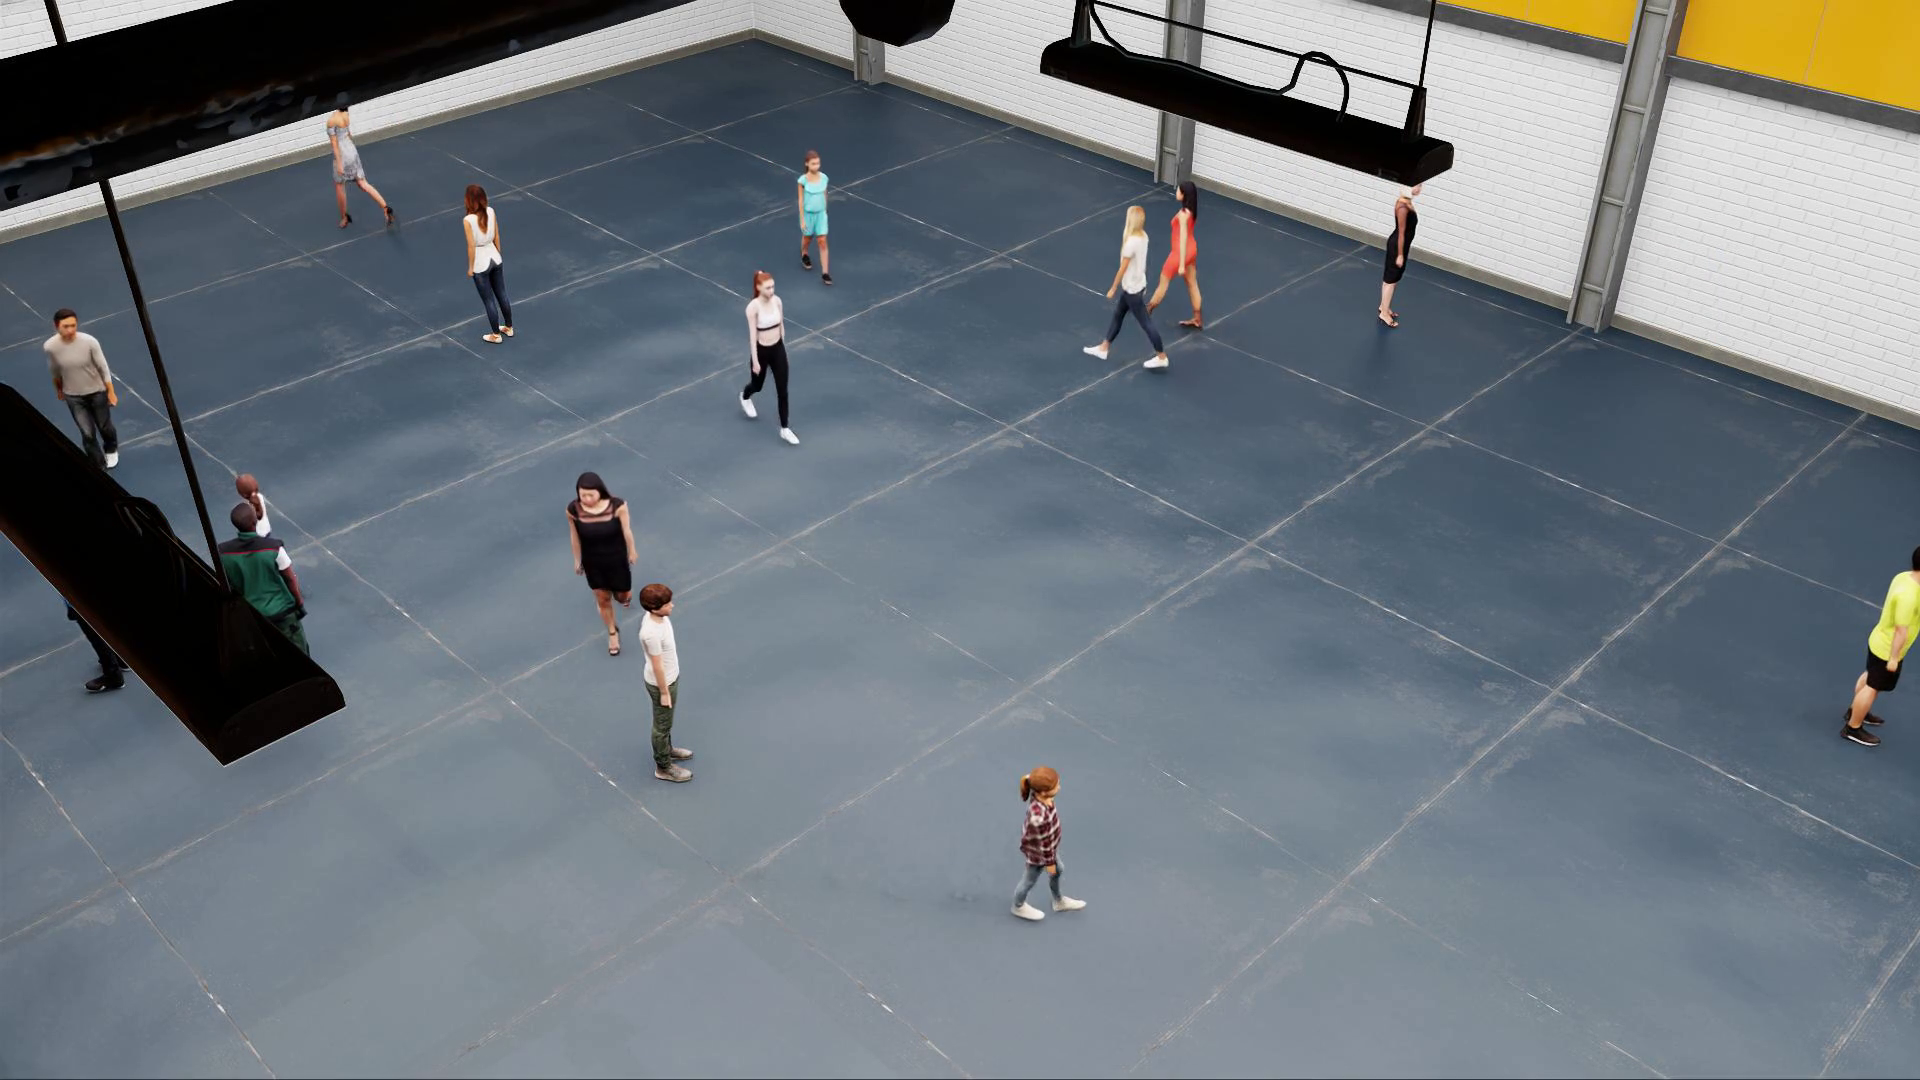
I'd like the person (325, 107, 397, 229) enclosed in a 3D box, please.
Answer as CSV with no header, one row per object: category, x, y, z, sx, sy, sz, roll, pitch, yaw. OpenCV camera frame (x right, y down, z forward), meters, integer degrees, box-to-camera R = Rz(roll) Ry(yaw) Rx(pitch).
person,-7.430,-4.630,20.415,1.174,1.789,0.926,11,35,16

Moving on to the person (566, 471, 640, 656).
person,-2.836,0.132,13.331,0.930,1.701,0.996,-3,34,-5

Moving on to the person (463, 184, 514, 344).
person,-5.100,-2.979,17.936,0.583,1.785,0.642,21,39,28

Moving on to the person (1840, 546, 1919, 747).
person,6.921,0.755,12.385,0.657,1.710,0.697,15,36,21

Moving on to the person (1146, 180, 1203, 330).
person,2.519,-3.071,18.171,1.154,1.676,0.870,14,36,20

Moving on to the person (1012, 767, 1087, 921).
person,0.453,1.997,10.896,0.824,1.289,0.734,7,34,11

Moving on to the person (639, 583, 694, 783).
person,-2.159,1.006,12.059,0.728,1.653,0.658,-2,34,-3

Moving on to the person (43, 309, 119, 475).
person,-8.215,-1.424,15.608,0.914,1.770,1.118,-9,35,-14

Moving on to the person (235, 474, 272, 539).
person,-5.947,-0.067,14.170,0.575,1.103,0.524,11,35,16

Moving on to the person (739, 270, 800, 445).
person,-1.940,-1.816,16.255,0.657,1.708,1.172,-25,41,-32

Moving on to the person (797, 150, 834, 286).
person,-1.743,-3.801,19.407,0.850,1.524,1.135,-12,35,-17

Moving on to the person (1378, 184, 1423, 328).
person,4.829,-3.216,18.329,0.674,1.743,0.673,9,35,13

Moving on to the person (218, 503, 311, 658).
person,-5.239,0.517,12.626,0.785,1.839,0.827,-3,34,-4

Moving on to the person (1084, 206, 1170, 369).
person,1.905,-2.565,17.340,1.231,1.753,0.945,11,35,16
